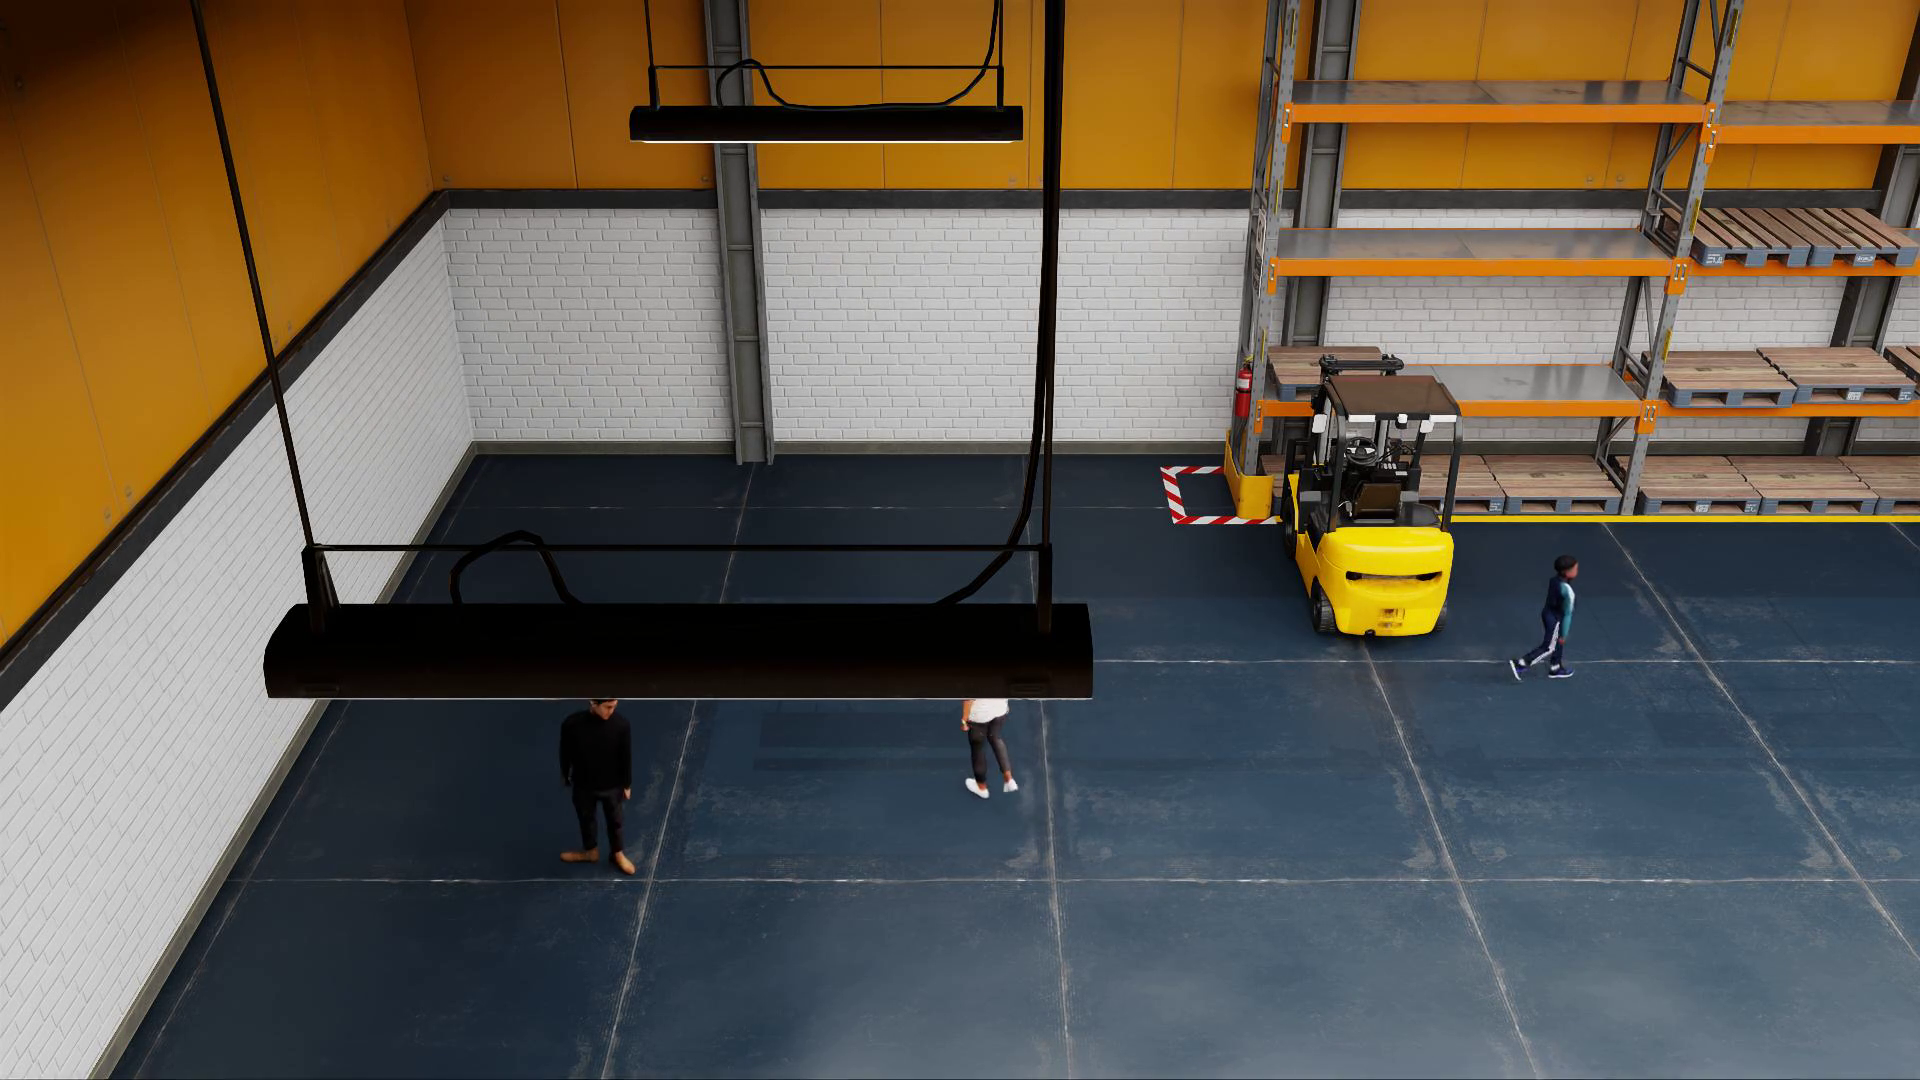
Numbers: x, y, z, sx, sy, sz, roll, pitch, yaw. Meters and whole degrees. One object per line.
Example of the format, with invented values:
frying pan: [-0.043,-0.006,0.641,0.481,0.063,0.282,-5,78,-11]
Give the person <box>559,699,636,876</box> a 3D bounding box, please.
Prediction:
person: [-2.684,1.704,12.096,0.462,1.696,0.871,6,29,11]

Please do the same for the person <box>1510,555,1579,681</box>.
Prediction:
person: [5.115,0.692,14.427,0.837,1.242,0.530,-2,29,-3]
